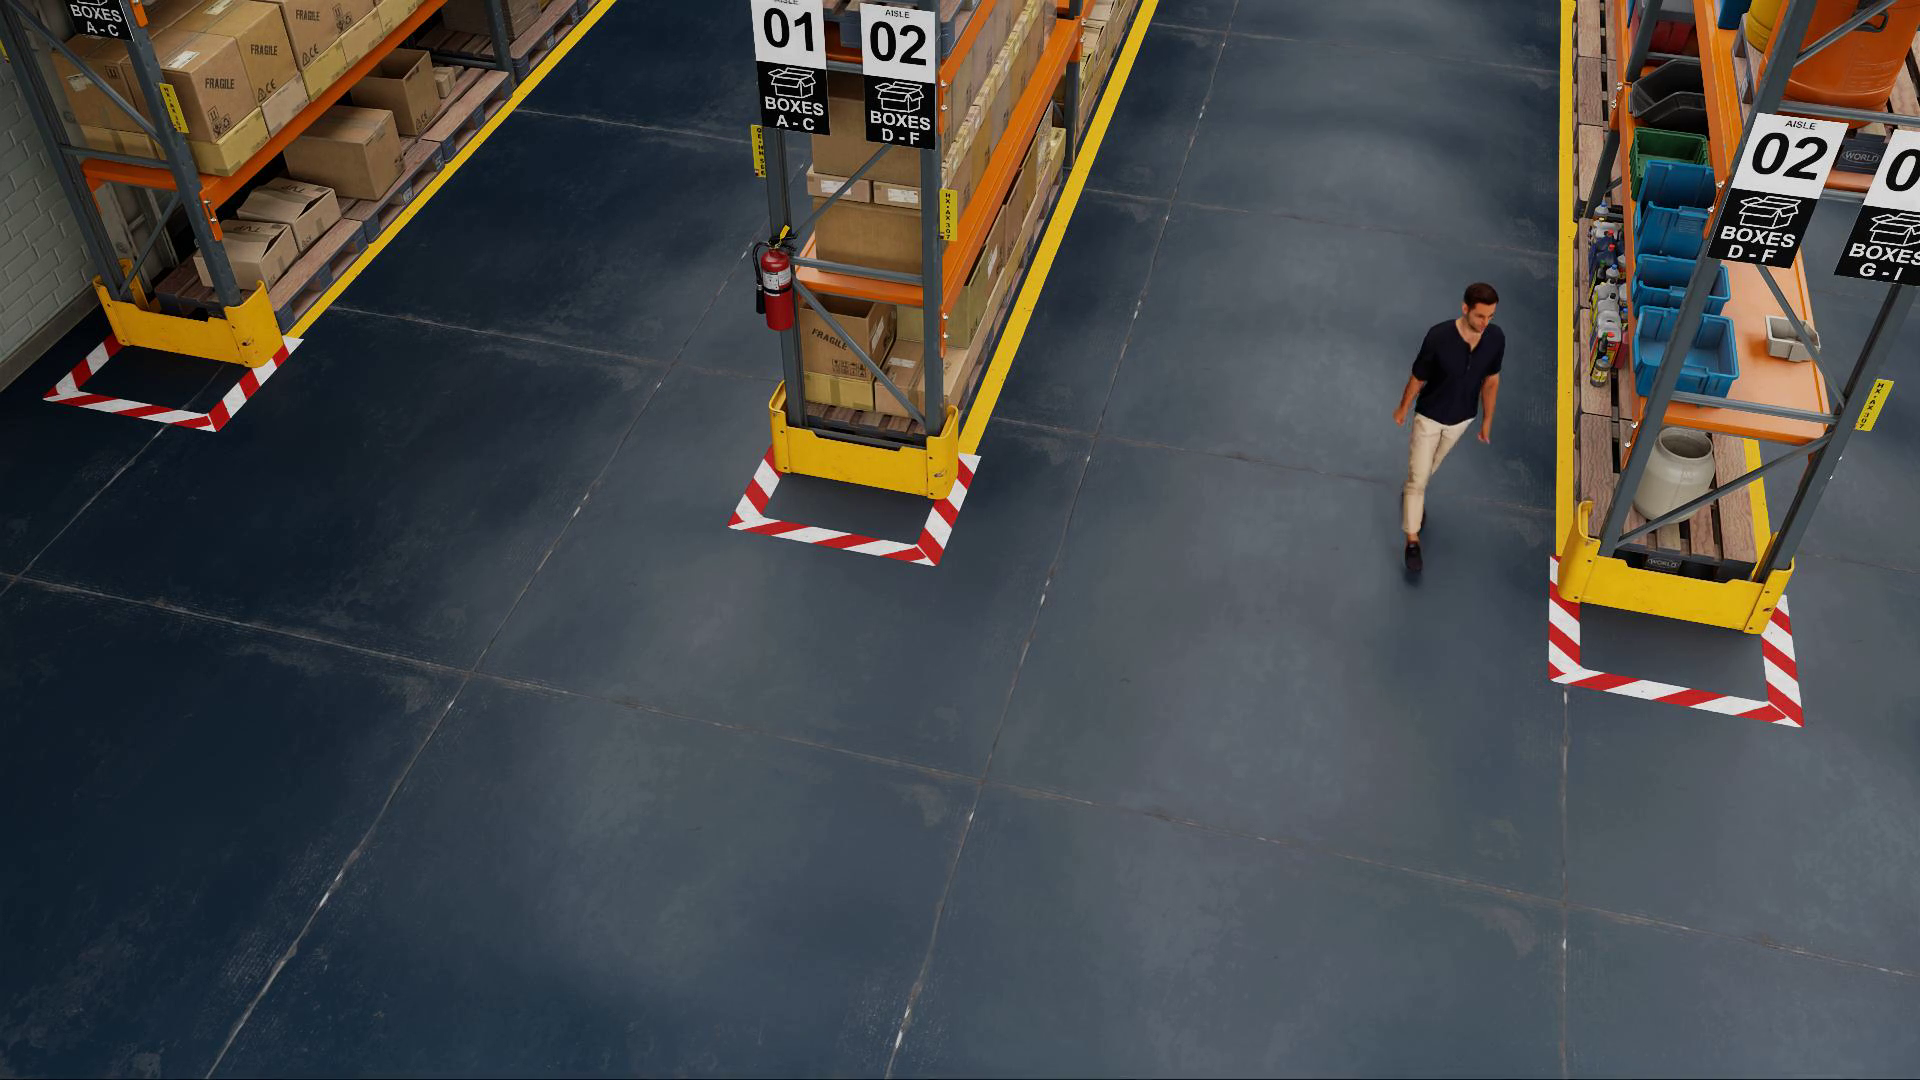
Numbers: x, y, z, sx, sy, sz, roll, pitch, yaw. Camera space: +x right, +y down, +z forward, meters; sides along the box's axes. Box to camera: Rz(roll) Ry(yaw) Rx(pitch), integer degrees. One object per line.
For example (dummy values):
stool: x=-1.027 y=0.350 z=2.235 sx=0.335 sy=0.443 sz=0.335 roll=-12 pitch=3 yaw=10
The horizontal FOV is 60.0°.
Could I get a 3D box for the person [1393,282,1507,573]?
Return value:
person: x=2.810 y=-0.801 z=9.765 sx=0.902 sy=1.822 sz=1.129 roll=-3 pitch=43 yaw=-3
